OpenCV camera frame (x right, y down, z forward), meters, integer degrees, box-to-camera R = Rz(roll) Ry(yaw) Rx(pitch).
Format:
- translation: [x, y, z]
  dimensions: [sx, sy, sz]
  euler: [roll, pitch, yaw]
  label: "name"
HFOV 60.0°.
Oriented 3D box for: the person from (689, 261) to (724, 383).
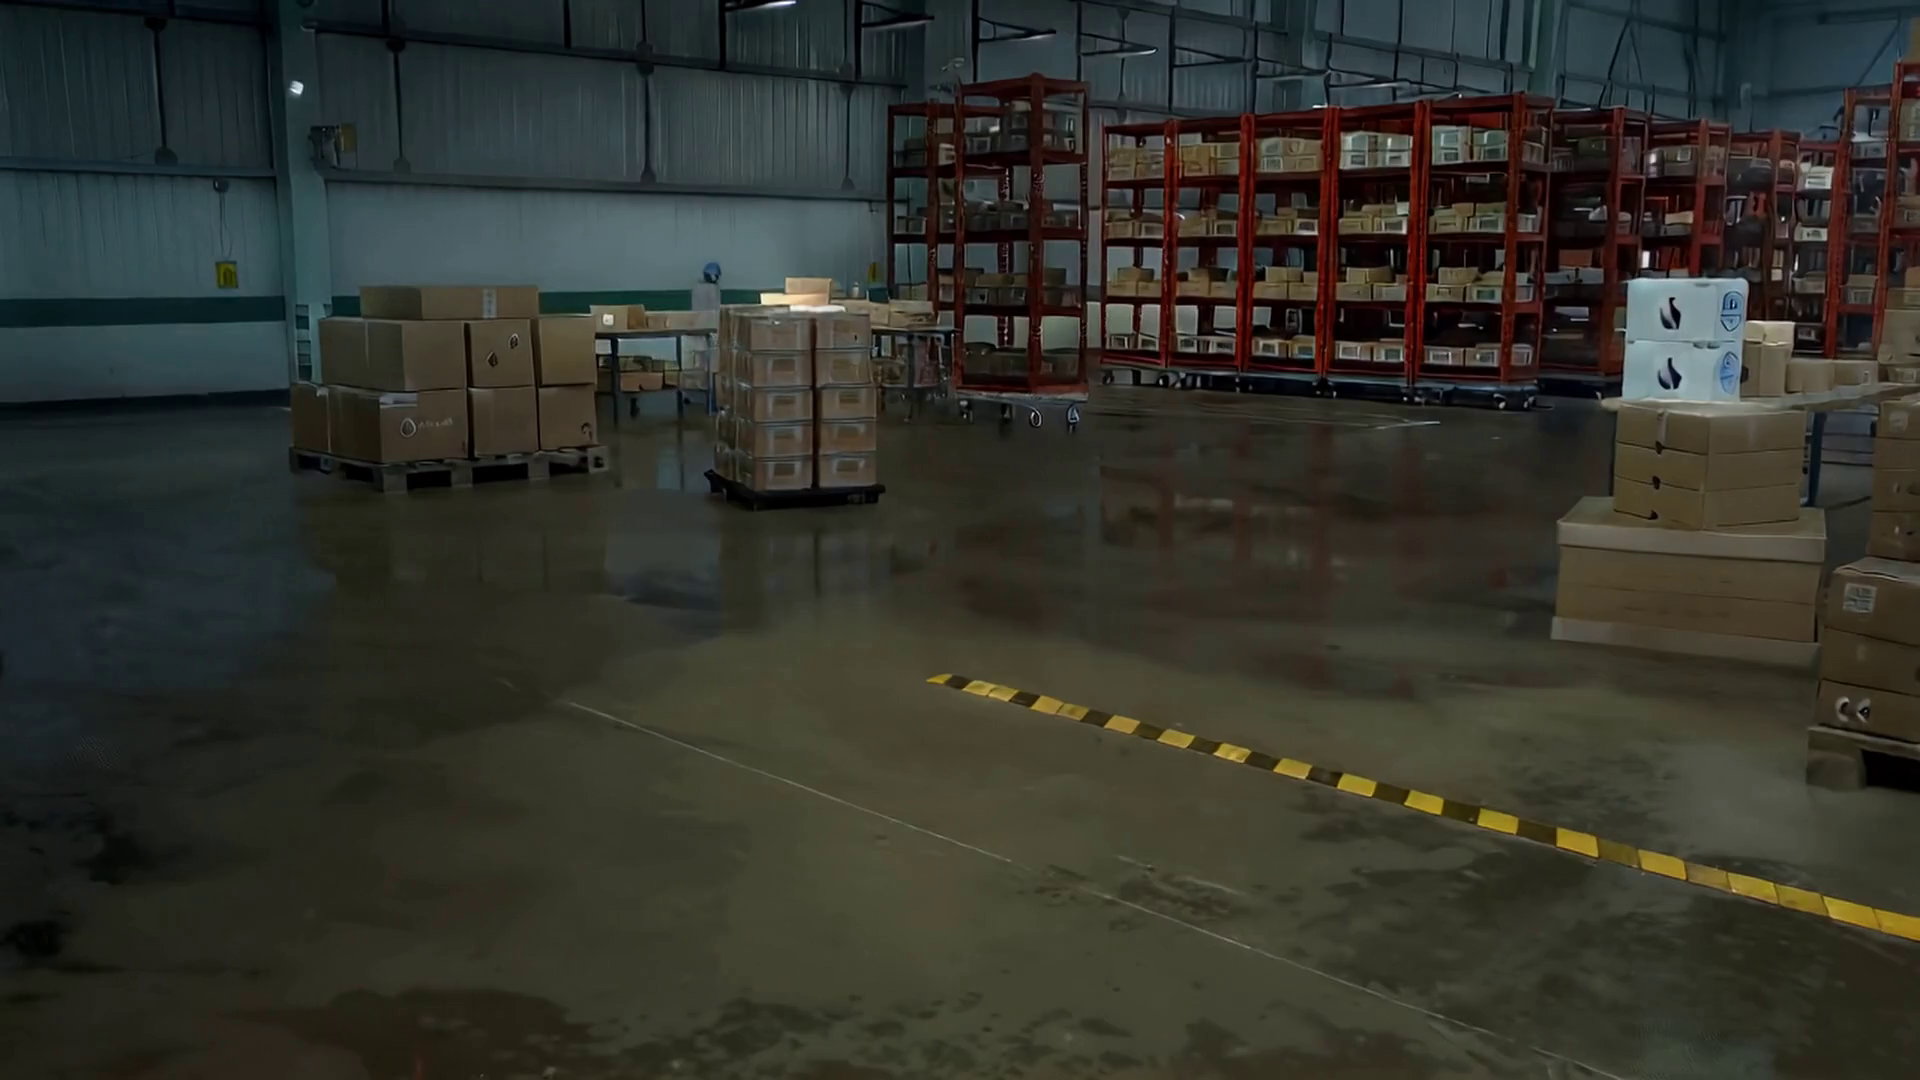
- translation: [-3.238, -2.714, 21.369]
  dimensions: [0.576, 1.728, 0.457]
  euler: [7, 12, 38]
  label: "person"
